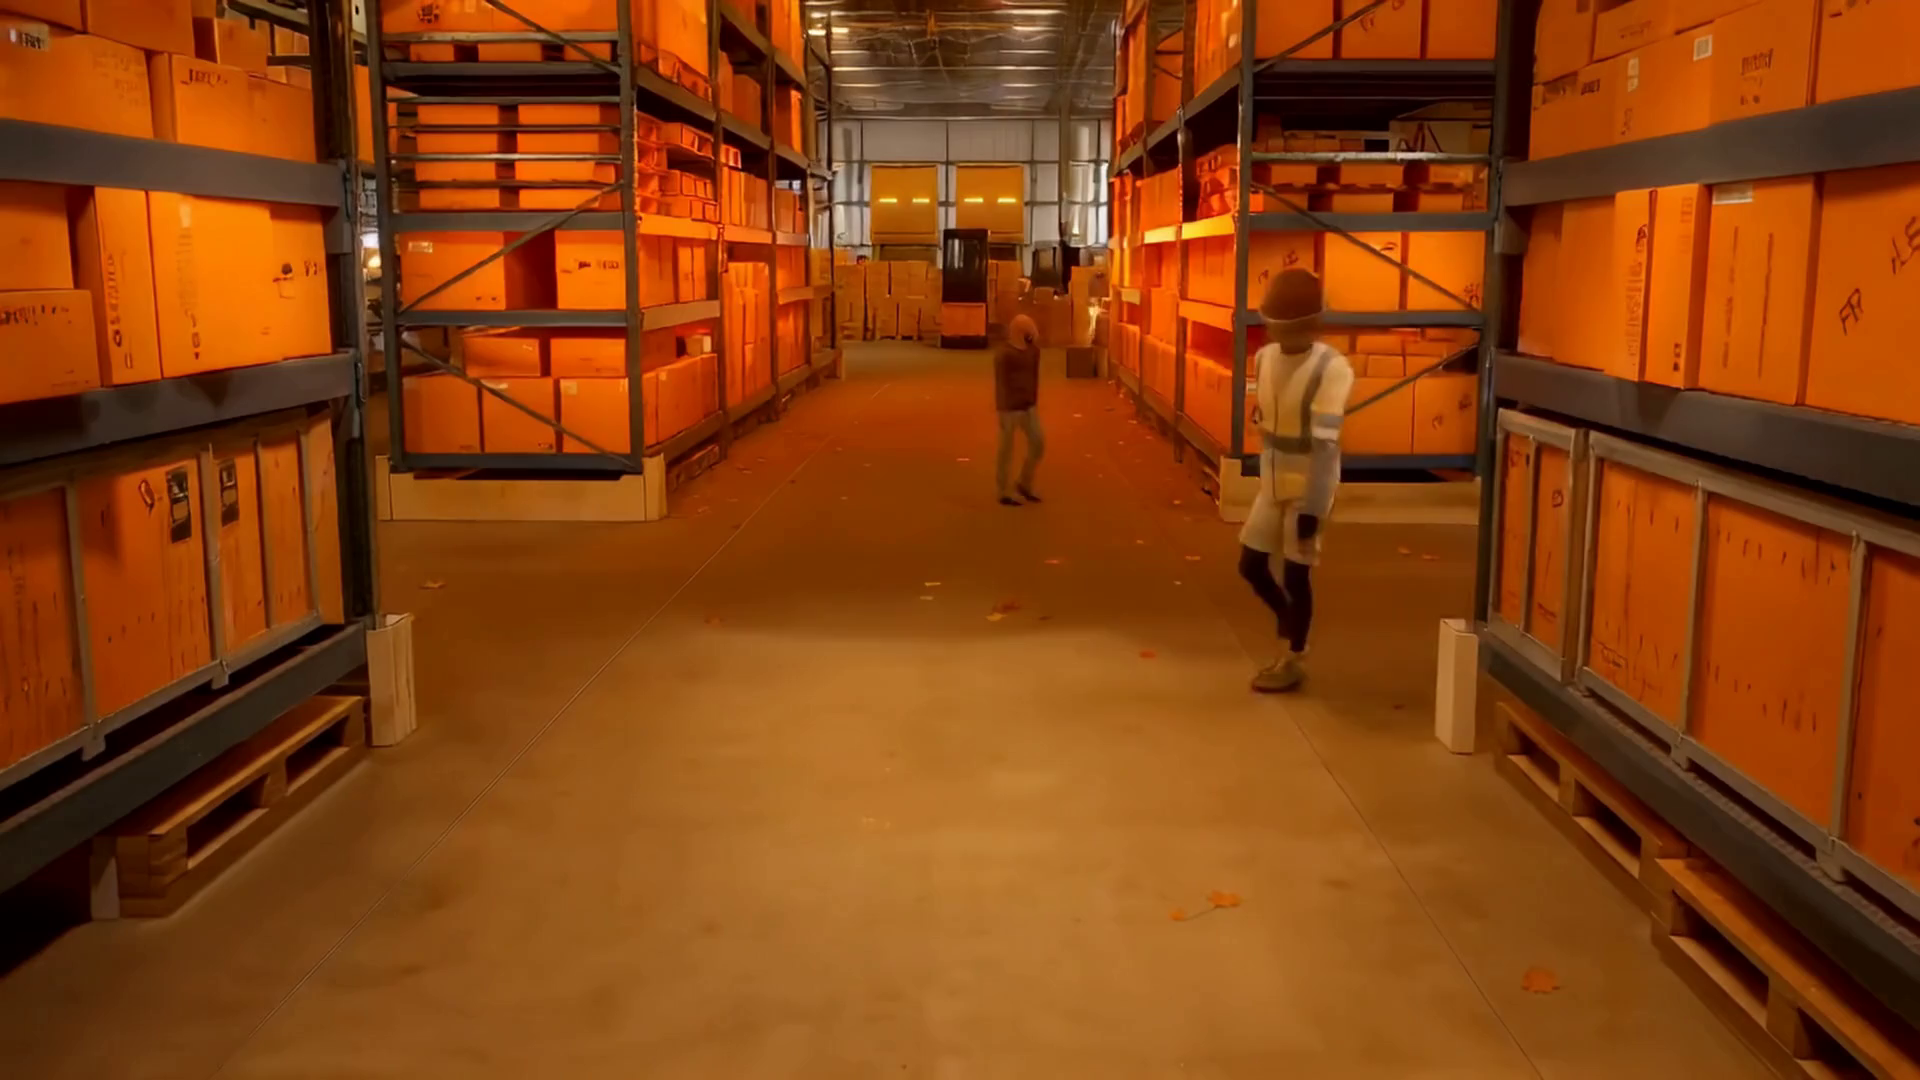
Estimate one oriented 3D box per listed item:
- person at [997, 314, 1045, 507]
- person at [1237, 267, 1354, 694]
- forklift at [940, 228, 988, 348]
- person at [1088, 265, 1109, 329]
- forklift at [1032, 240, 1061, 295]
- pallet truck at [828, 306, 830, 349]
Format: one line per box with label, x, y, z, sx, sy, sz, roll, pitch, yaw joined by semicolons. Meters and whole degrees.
person;0.476;-1.055;13.691;0.519;1.601;0.460;-9;13;-42
person;1.527;-0.241;7.608;0.547;1.999;0.628;-7;12;-37
forklift;0.103;-5.942;39.153;1.129;2.768;1.873;0;9;1
person;3.308;-5.524;39.376;0.687;1.964;0.607;4;10;21
forklift;3.172;-9.648;61.356;1.129;2.768;1.873;0;9;1
pallet truck;-3.100;-3.940;29.800;1.885;1.965;0.823;3;10;19
